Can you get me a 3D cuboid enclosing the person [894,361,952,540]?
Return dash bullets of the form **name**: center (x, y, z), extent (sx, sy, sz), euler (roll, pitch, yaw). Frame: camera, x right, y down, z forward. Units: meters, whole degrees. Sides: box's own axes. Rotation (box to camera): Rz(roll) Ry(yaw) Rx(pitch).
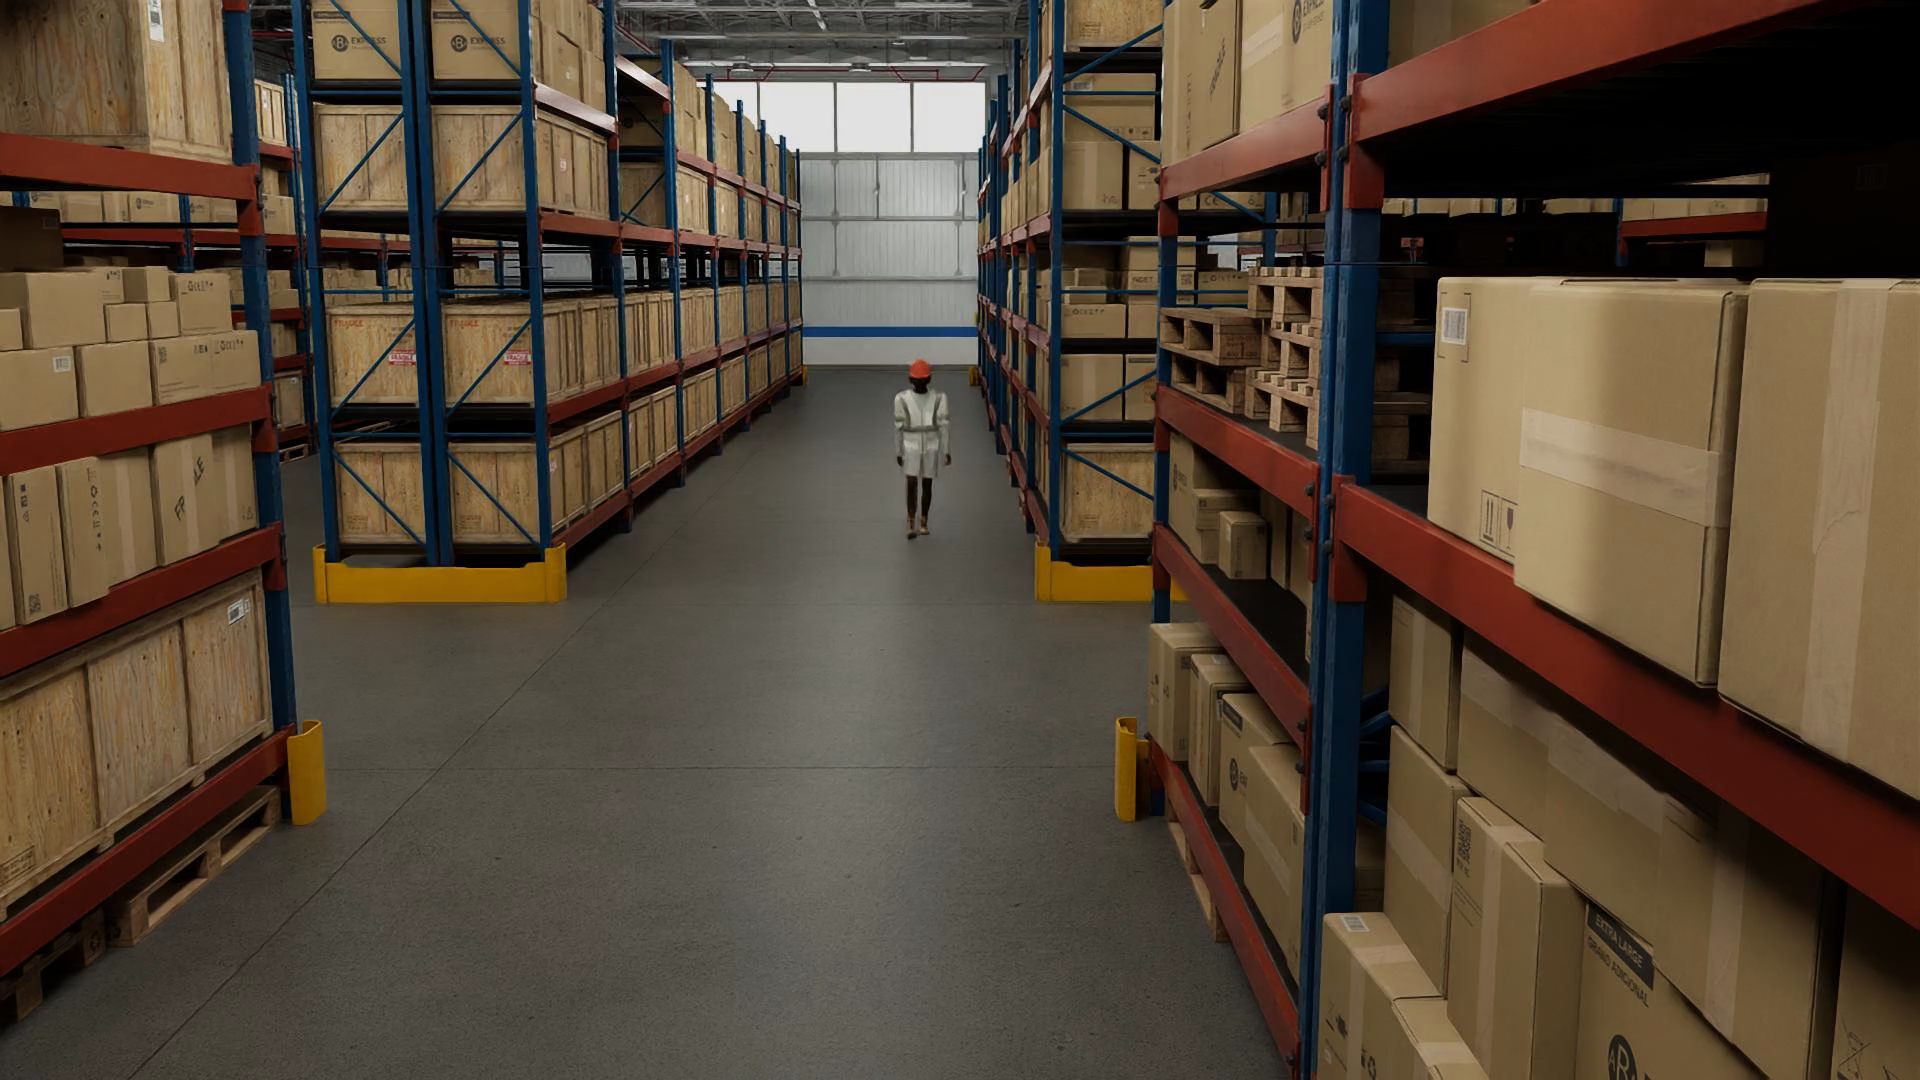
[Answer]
- **person**: center (-0.416, -1.004, 18.694), extent (0.638, 1.996, 0.987), euler (-1, 9, -4)
